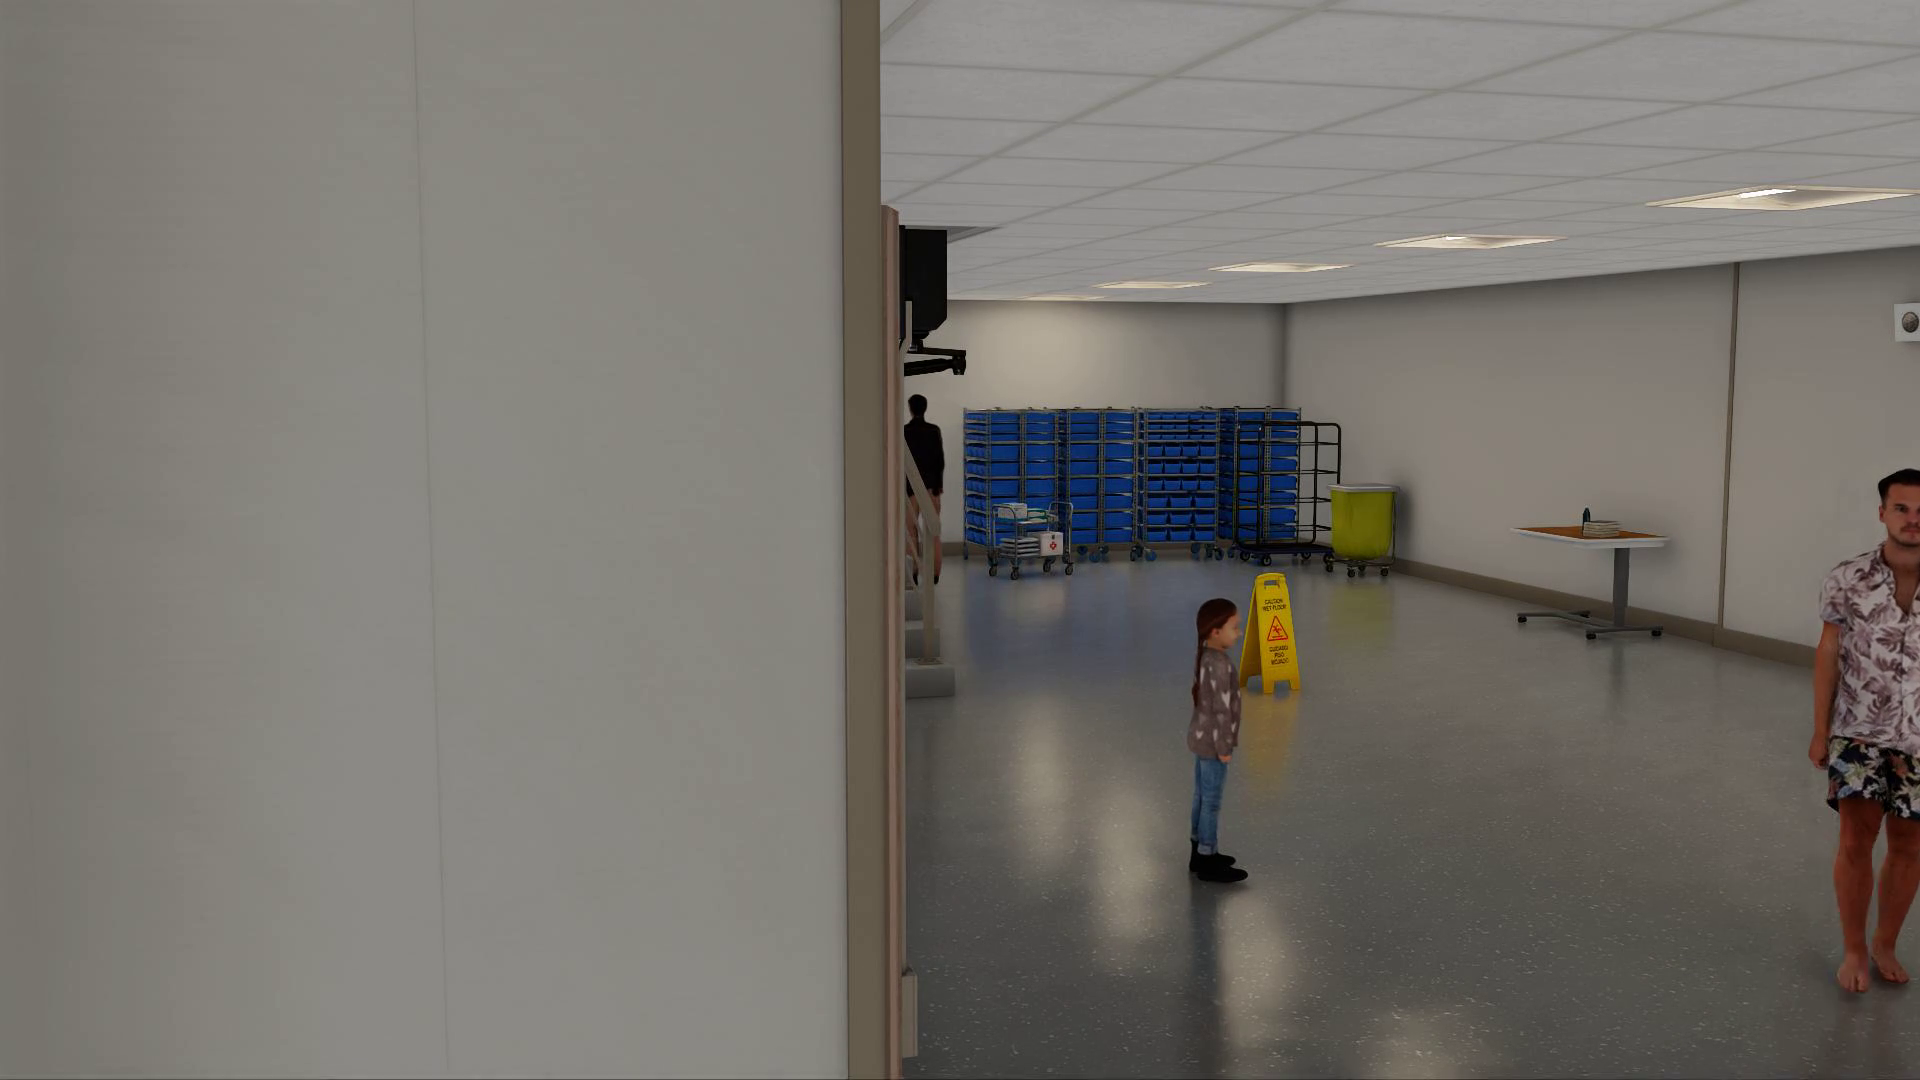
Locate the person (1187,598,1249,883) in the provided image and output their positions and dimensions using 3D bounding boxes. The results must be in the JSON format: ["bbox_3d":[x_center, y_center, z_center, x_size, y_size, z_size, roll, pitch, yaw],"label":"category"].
[{"bbox_3d":[1.074,0.837,7.081,0.584,1.194,0.448,0,6,-3],"label":"person"}]

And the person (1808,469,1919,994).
[{"bbox_3d":[3.295,0.649,5.910,0.836,1.803,0.873,2,6,18],"label":"person"}]

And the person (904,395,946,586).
[{"bbox_3d":[-0.419,-0.515,16.876,0.709,1.923,0.592,-2,6,-19],"label":"person"}]
